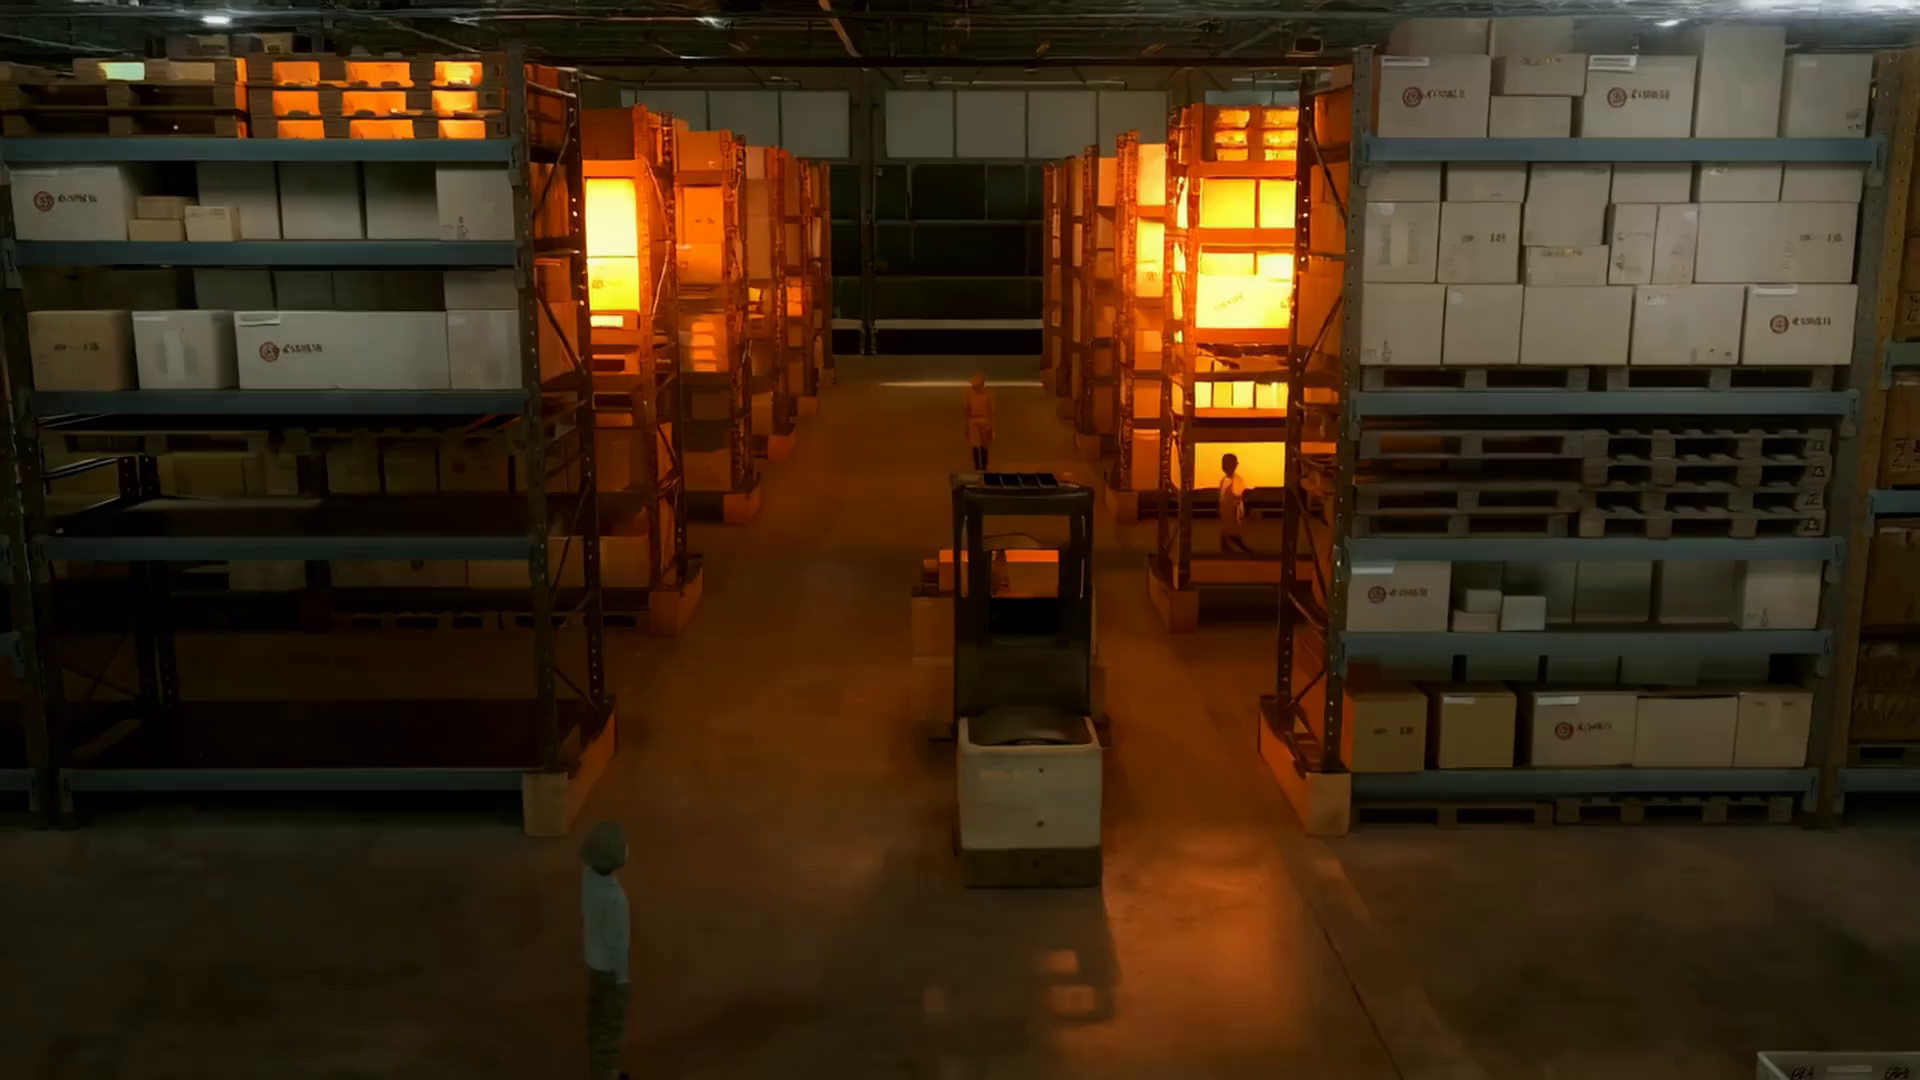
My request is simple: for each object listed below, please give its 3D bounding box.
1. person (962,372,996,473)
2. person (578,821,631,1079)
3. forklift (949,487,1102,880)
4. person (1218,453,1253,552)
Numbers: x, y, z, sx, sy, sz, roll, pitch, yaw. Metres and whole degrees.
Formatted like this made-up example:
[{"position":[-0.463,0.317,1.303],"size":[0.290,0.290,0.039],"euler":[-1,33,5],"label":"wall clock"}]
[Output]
[{"position":[0.328,-1.988,29.678],"size":[0.622,2.023,0.430],"euler":[3,12,13],"label":"person"},{"position":[-1.939,2.339,9.209],"size":[0.278,1.633,0.507],"euler":[-6,13,-28],"label":"person"},{"position":[0.495,0.986,12.813],"size":[1.129,2.768,1.873],"euler":[0,11,-2],"label":"forklift"},{"position":[3.725,-0.362,22.524],"size":[0.768,1.673,0.539],"euler":[-3,12,-16],"label":"person"}]
